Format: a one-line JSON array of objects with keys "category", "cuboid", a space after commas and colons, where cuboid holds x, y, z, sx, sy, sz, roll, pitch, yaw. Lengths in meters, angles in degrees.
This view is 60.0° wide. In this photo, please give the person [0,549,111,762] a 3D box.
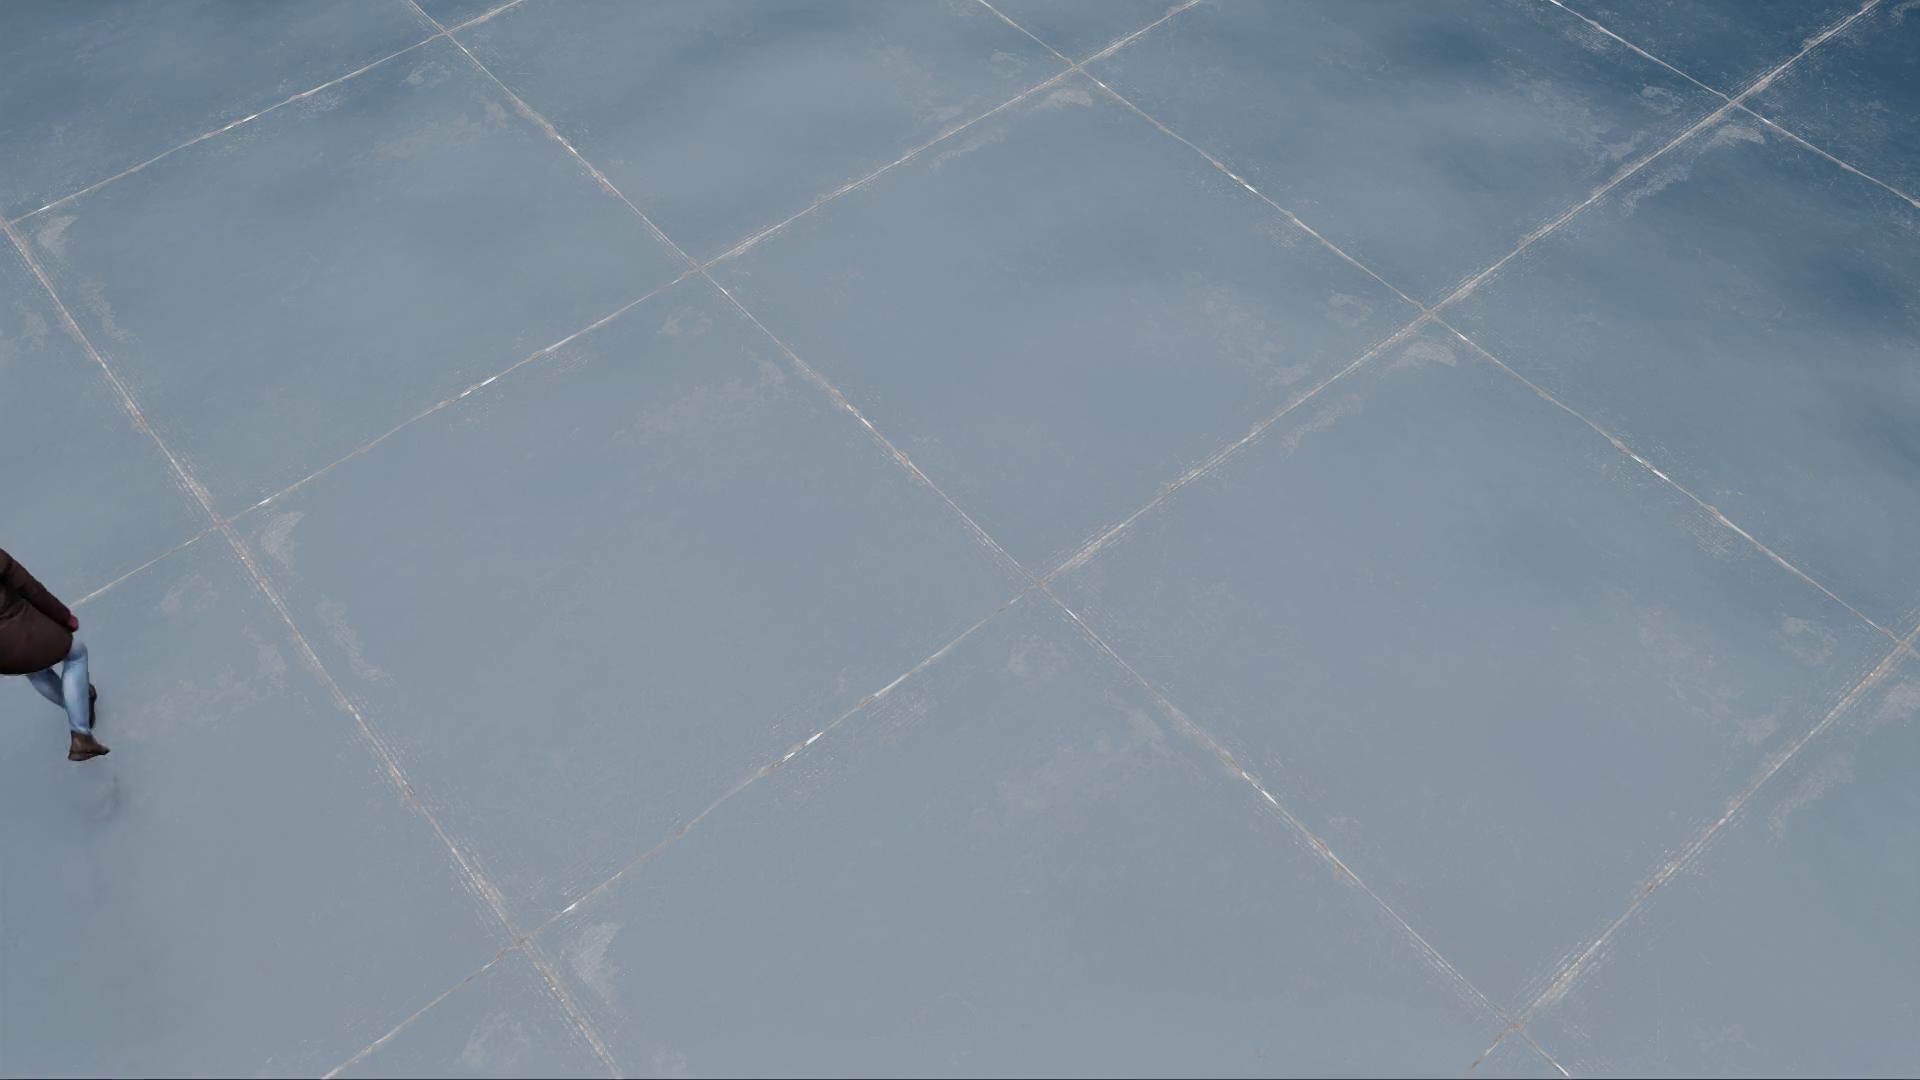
[{"category": "person", "cuboid": [-4.072, 0.434, 7.175, 0.868, 1.629, 0.887, -11, 53, -8]}]
